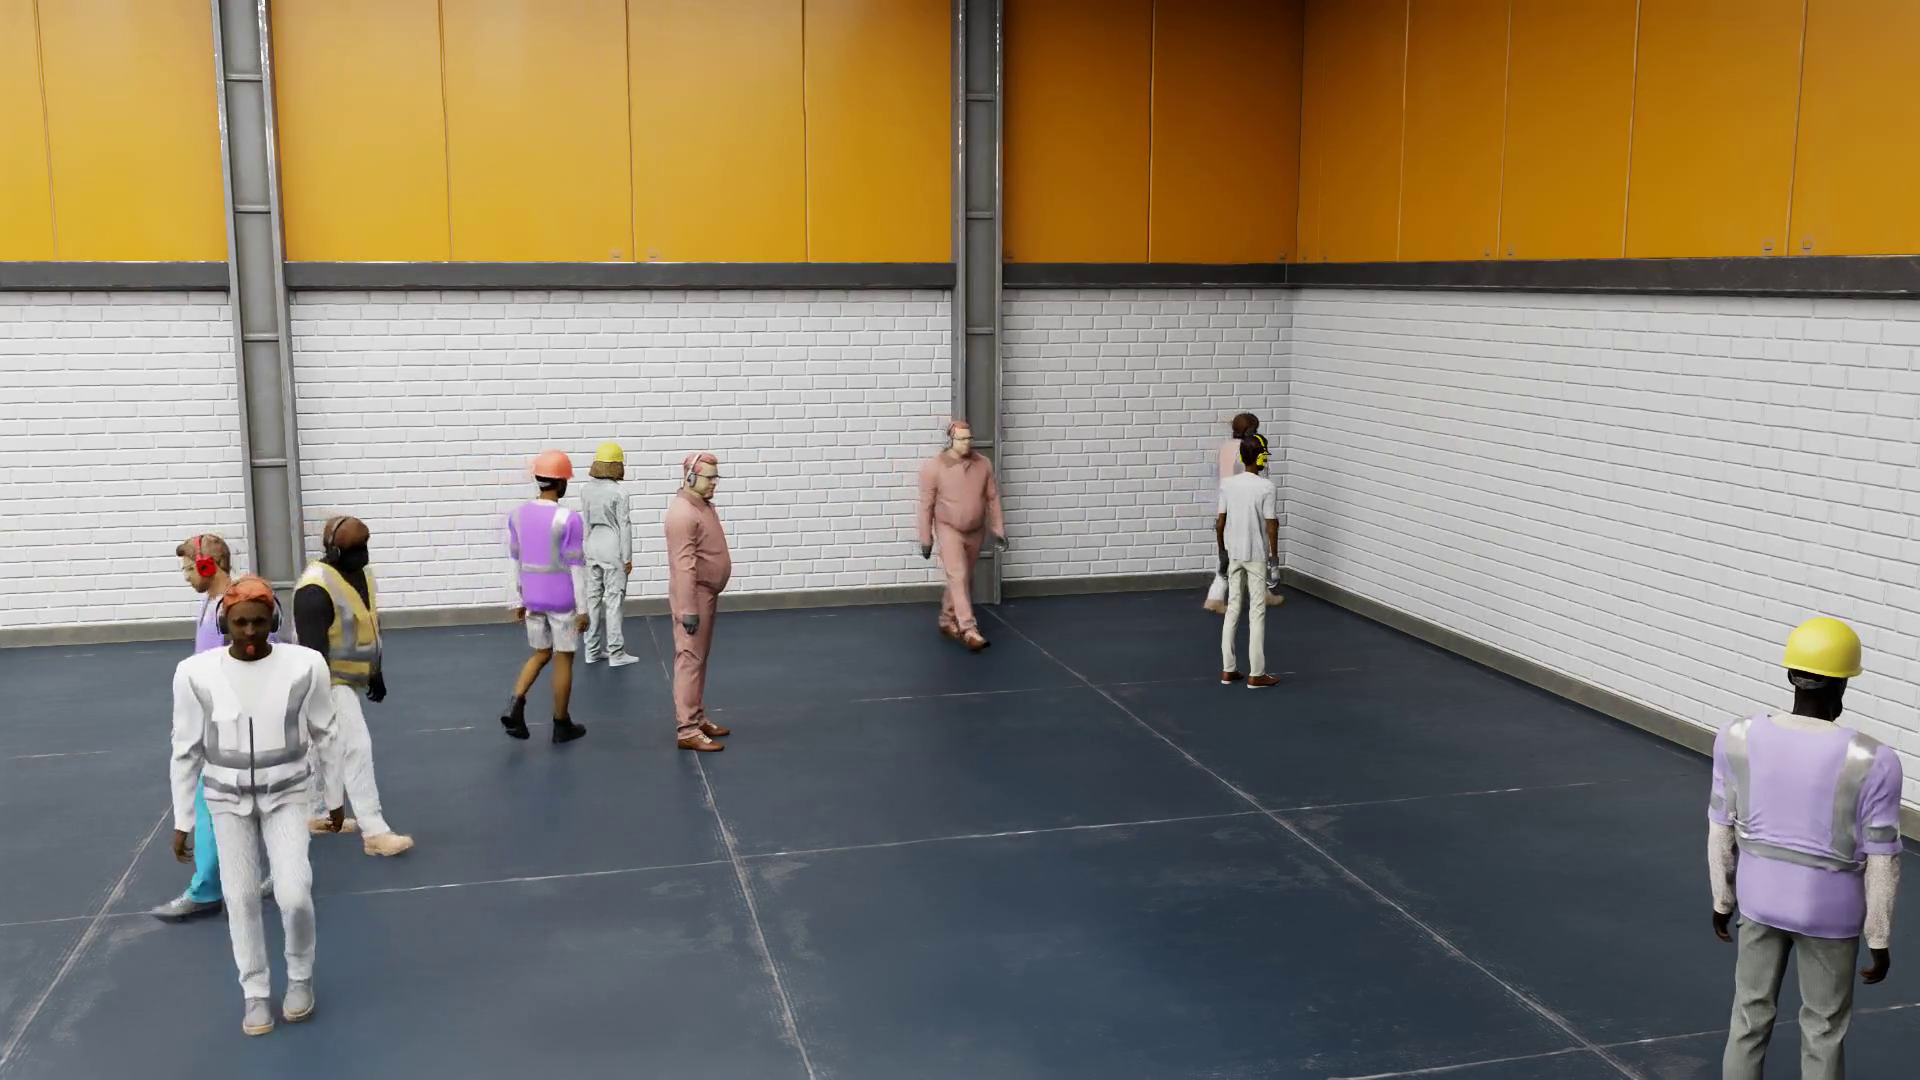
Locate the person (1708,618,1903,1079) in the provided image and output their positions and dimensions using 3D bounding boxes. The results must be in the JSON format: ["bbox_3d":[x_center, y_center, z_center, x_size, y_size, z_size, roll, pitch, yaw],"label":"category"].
[{"bbox_3d":[2.764,1.205,5.477,0.585,1.927,0.366,9,13,44],"label":"person"}]

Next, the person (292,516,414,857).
[{"bbox_3d":[-3.211,0.758,8.738,0.797,1.786,0.647,0,9,2],"label":"person"}]

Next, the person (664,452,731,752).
[{"bbox_3d":[-1.664,0.386,10.674,0.399,1.902,0.642,0,9,1],"label":"person"}]

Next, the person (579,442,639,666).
[{"bbox_3d":[-2.718,0.110,12.911,0.481,1.737,0.322,5,10,30],"label":"person"}]

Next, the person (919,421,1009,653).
[{"bbox_3d":[0.032,-0.041,13.491,0.648,1.848,1.036,-5,11,-30],"label":"person"}]

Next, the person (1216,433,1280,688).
[{"bbox_3d":[2.127,0.152,12.232,0.532,1.868,0.310,8,12,41],"label":"person"}]

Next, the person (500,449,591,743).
[{"bbox_3d":[-2.648,0.384,10.637,0.549,1.920,0.554,4,10,25],"label":"person"}]

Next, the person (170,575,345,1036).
[{"bbox_3d":[-2.782,1.054,6.611,0.619,1.865,0.413,-3,10,-17],"label":"person"}]

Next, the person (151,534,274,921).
[{"bbox_3d":[-3.564,0.876,7.930,0.817,1.798,0.605,-6,11,-31],"label":"person"}]

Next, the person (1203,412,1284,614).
[{"bbox_3d":[2.554,-0.245,14.939,0.920,1.805,0.629,-3,10,-18],"label":"person"}]
